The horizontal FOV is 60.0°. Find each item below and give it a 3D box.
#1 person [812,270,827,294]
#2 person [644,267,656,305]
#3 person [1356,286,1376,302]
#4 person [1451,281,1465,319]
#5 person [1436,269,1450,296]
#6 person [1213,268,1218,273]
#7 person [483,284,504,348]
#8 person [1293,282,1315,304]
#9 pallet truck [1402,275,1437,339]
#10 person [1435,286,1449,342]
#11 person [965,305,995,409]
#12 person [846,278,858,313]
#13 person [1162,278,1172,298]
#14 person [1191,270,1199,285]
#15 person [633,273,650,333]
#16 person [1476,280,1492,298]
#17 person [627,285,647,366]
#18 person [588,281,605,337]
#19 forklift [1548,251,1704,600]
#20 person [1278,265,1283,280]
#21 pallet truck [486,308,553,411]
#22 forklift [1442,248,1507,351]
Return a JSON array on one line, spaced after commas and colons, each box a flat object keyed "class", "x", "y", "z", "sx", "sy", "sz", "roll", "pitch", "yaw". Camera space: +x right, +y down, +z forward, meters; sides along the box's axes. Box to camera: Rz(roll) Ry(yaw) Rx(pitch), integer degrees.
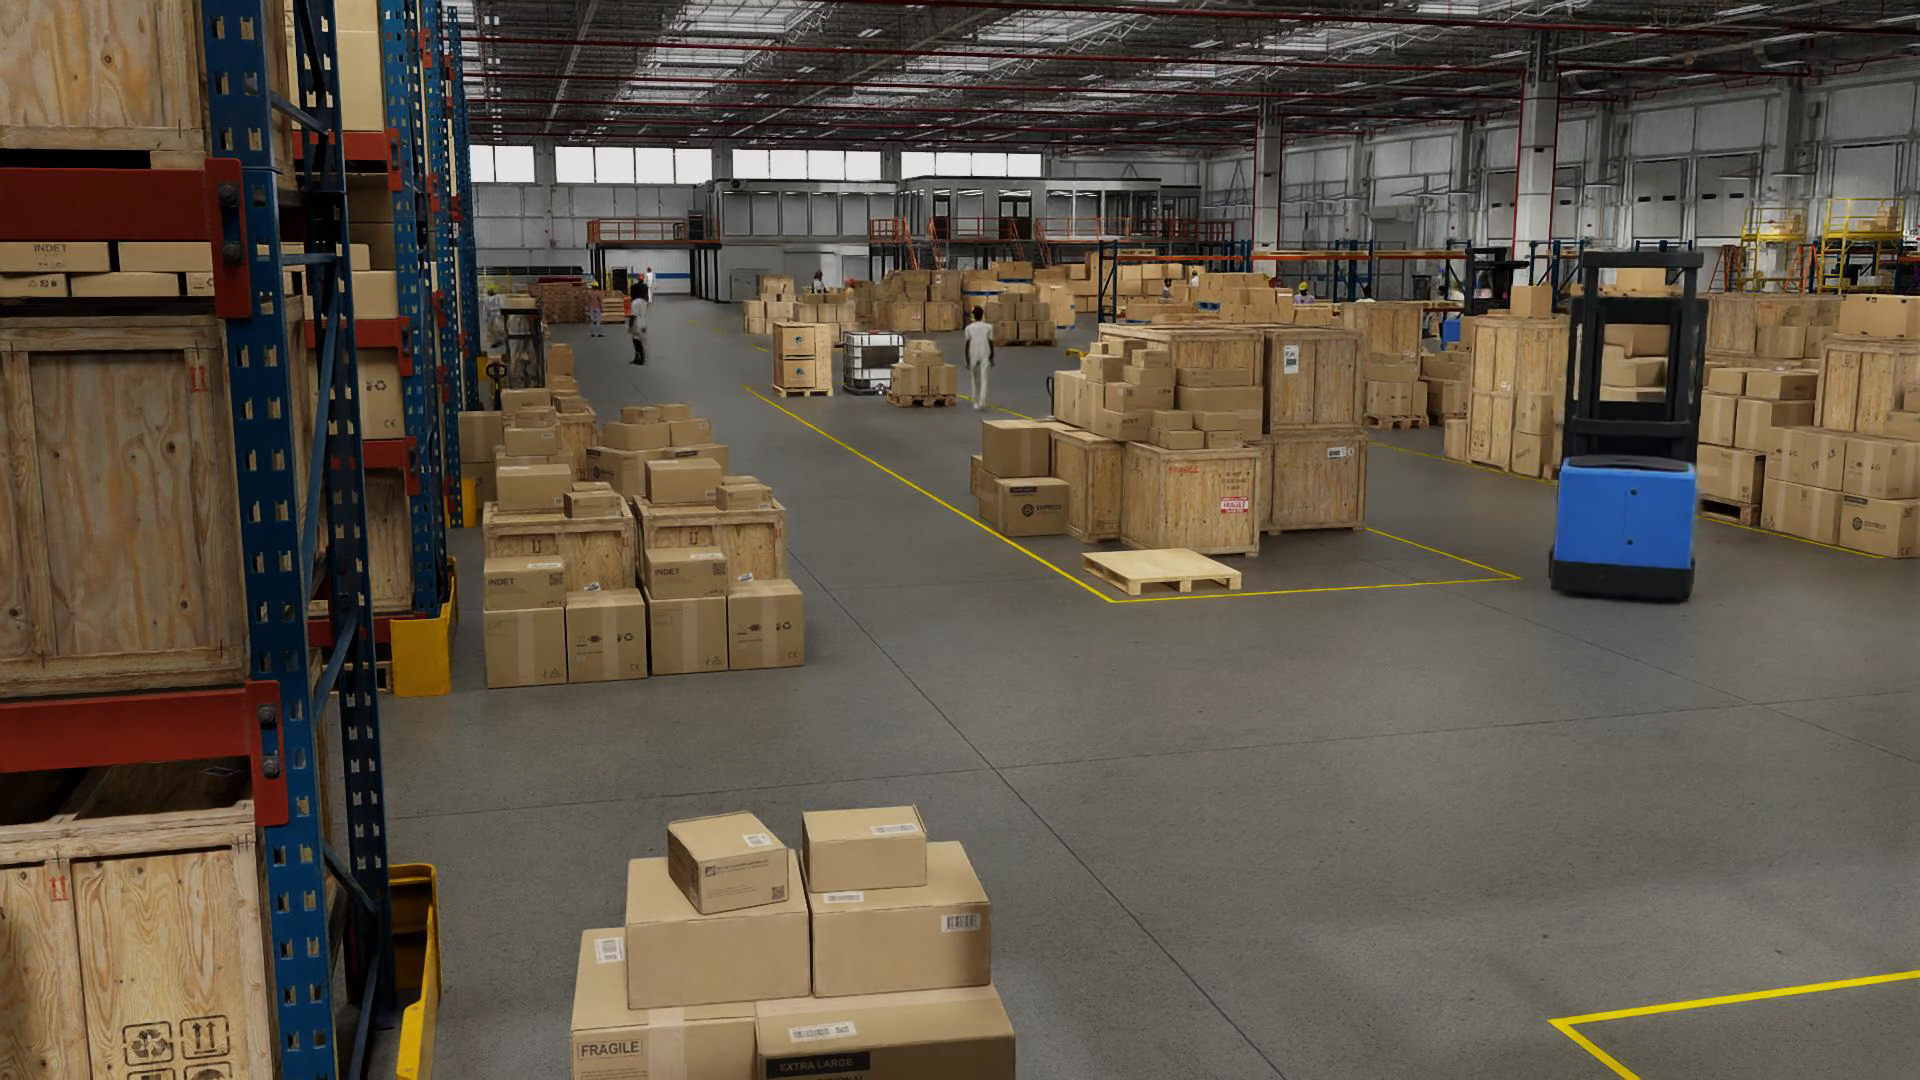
[{"class": "person", "x": -4.916, "y": -8.447, "z": 58.381, "sx": 0.537, "sy": 2.000, "sz": 0.678, "roll": -4, "pitch": 11, "yaw": -21}, {"class": "person", "x": -15.322, "y": -12.541, "z": 82.146, "sx": 0.583, "sy": 1.842, "sz": 0.990, "roll": -4, "pitch": 11, "yaw": -21}, {"class": "person", "x": 9.793, "y": -5.165, "z": 40.152, "sx": 0.392, "sy": 1.917, "sz": 0.592, "roll": -10, "pitch": 14, "yaw": -43}, {"class": "person", "x": 13.900, "y": -6.274, "z": 46.467, "sx": 0.640, "sy": 1.911, "sz": 0.909, "roll": -8, "pitch": 13, "yaw": -38}, {"class": "person", "x": 21.283, "y": -11.007, "z": 73.285, "sx": 0.590, "sy": 1.904, "sz": 0.983, "roll": 2, "pitch": 10, "yaw": 13}, {"class": "person", "x": 12.557, "y": -12.403, "z": 81.450, "sx": 0.633, "sy": 1.814, "sz": 0.849, "roll": 6, "pitch": 12, "yaw": 32}, {"class": "person", "x": -13.183, "y": -6.310, "z": 46.889, "sx": 0.620, "sy": 1.818, "sz": 0.480, "roll": 3, "pitch": 11, "yaw": 19}, {"class": "person", "x": 9.167, "y": -5.927, "z": 44.463, "sx": 0.586, "sy": 1.917, "sz": 0.380, "roll": 4, "pitch": 11, "yaw": 24}, {"class": "pallet truck", "x": 14.620, "y": -7.324, "z": 52.145, "sx": 0.823, "sy": 1.965, "sz": 1.885, "roll": 8, "pitch": 13, "yaw": 40}, {"class": "person", "x": 14.555, "y": -6.820, "z": 50.169, "sx": 0.322, "sy": 1.692, "sz": 0.534, "roll": -3, "pitch": 10, "yaw": -16}, {"class": "person", "x": 0.346, "y": -3.181, "z": 29.128, "sx": 0.528, "sy": 1.847, "sz": 0.711, "roll": 0, "pitch": 10, "yaw": 3}, {"class": "person", "x": -3.456, "y": -7.226, "z": 51.903, "sx": 0.711, "sy": 1.893, "sz": 0.701, "roll": -4, "pitch": 11, "yaw": -19}, {"class": "person", "x": 6.650, "y": -7.491, "z": 53.495, "sx": 0.328, "sy": 1.862, "sz": 0.500, "roll": 0, "pitch": 10, "yaw": -1}, {"class": "person", "x": 9.260, "y": -9.647, "z": 65.471, "sx": 0.351, "sy": 1.936, "sz": 0.634, "roll": 7, "pitch": 12, "yaw": 34}, {"class": "person", "x": -10.498, "y": -7.798, "z": 54.834, "sx": 0.396, "sy": 1.992, "sz": 0.623, "roll": 9, "pitch": 14, "yaw": 42}, {"class": "person", "x": 16.418, "y": -7.213, "z": 51.984, "sx": 0.637, "sy": 1.831, "sz": 0.572, "roll": 3, "pitch": 10, "yaw": 16}, {"class": "person", "x": -7.864, "y": -5.173, "z": 40.091, "sx": 0.660, "sy": 1.946, "sz": 0.629, "roll": 3, "pitch": 10, "yaw": 14}, {"class": "person", "x": -11.564, "y": -7.328, "z": 52.825, "sx": 0.532, "sy": 1.768, "sz": 0.311, "roll": 3, "pitch": 11, "yaw": 18}, {"class": "forklift", "x": 5.662, "y": -1.034, "z": 14.026, "sx": 1.129, "sy": 2.768, "sz": 1.873, "roll": 4, "pitch": 11, "yaw": 22}, {"class": "person", "x": 16.758, "y": -13.576, "z": 87.773, "sx": 0.589, "sy": 1.915, "sz": 0.593, "roll": -5, "pitch": 11, "yaw": -25}, {"class": "pallet truck", "x": -6.242, "y": -2.418, "z": 24.362, "sx": 0.823, "sy": 1.965, "sz": 1.885, "roll": 1, "pitch": 10, "yaw": 3}, {"class": "forklift", "x": 12.484, "y": -5.571, "z": 39.719, "sx": 1.129, "sy": 2.768, "sz": 1.873, "roll": -3, "pitch": 10, "yaw": -15}]
